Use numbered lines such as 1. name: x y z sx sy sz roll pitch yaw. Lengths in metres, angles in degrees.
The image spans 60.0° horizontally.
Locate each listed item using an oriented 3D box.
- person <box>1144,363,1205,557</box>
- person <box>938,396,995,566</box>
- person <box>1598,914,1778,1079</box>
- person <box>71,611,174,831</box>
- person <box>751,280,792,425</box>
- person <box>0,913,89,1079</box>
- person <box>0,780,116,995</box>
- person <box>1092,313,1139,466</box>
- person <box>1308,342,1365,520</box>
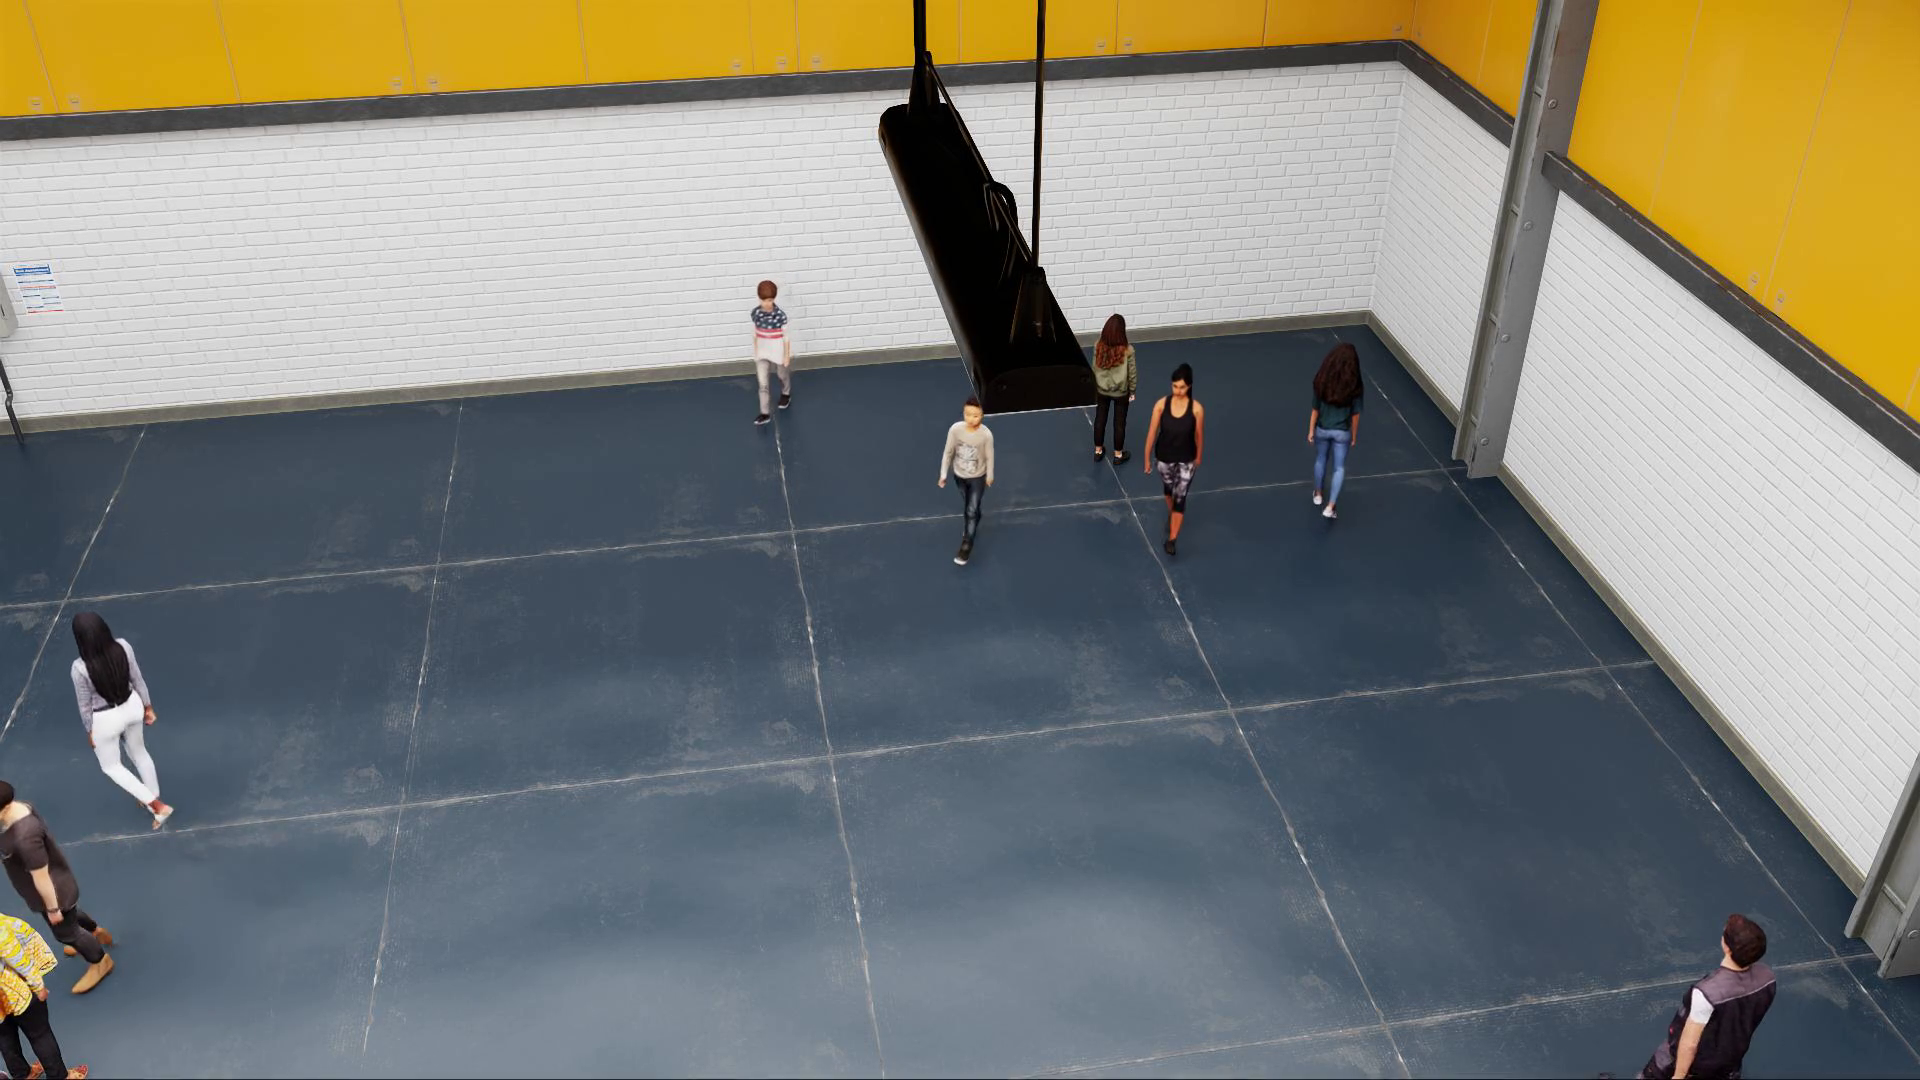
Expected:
1. person: 1.821 -0.746 13.976 0.896 1.635 1.134 8 34 12
2. person: 0.108 -0.578 13.915 0.890 1.421 1.083 12 36 18
3. person: 3.917 2.737 8.584 0.795 1.802 1.216 -10 35 -15
4. person: -5.487 1.223 10.944 0.937 1.712 0.890 19 38 26
5. person: -1.774 -1.840 15.831 0.726 1.402 0.992 6 34 9
6. person: -5.263 2.457 9.143 0.832 1.650 0.875 6 34 10
7. person: -5.353 1.992 9.816 0.871 1.679 0.756 -17 37 -23
8. person: 1.384 -1.366 15.053 0.657 1.476 0.678 13 36 19
9. person: 3.205 -0.931 14.275 0.810 1.612 0.933 10 35 15
